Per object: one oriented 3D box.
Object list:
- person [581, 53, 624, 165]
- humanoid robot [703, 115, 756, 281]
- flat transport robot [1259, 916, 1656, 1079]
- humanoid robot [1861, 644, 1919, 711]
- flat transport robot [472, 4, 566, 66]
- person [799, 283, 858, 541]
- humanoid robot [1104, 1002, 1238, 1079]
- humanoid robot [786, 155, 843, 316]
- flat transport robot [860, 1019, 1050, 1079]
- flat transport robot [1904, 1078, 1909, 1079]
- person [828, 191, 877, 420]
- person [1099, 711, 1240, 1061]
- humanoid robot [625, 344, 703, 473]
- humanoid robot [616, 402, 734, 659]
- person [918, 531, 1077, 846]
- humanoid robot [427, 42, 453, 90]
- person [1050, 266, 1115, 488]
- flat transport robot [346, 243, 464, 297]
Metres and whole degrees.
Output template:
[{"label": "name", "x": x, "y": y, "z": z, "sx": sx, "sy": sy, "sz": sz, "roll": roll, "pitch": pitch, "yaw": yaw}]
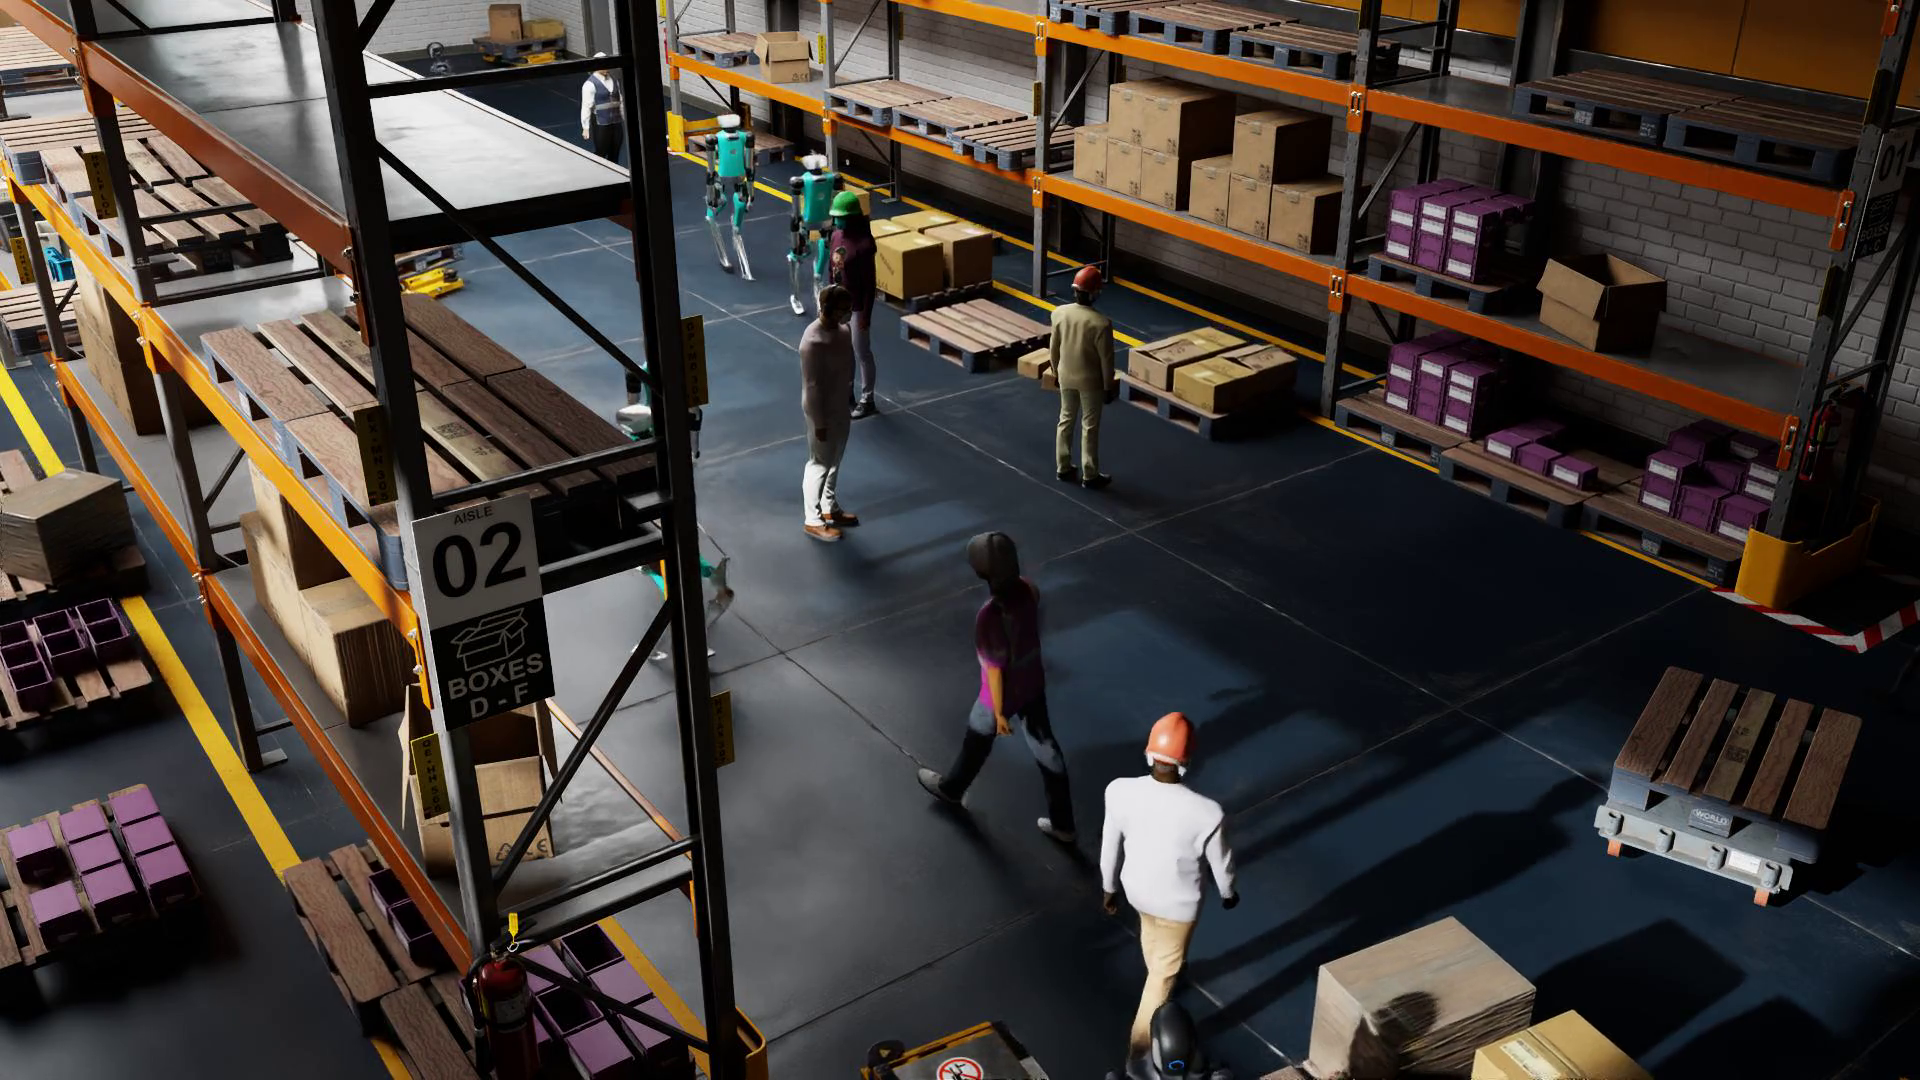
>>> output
[{"label": "person", "x": -4.354, "y": -5.108, "z": 20.487, "sx": 0.444, "sy": 1.756, "sz": 0.770, "roll": 18, "pitch": 32, "yaw": 32}, {"label": "humanoid robot", "x": -2.474, "y": -3.648, "z": 17.631, "sx": 0.541, "sy": 1.785, "sz": 0.873, "roll": -12, "pitch": 29, "yaw": -23}, {"label": "flat transport robot", "x": 1.882, "y": 2.659, "z": 6.698, "sx": 1.431, "sy": 0.231, "sz": 0.659, "roll": -13, "pitch": 29, "yaw": -24}, {"label": "humanoid robot", "x": 5.755, "y": 0.383, "z": 9.682, "sx": 0.694, "sy": 1.637, "sz": 0.602, "roll": 15, "pitch": 30, "yaw": 28}, {"label": "flat transport robot", "x": -7.454, "y": -8.251, "z": 28.399, "sx": 1.431, "sy": 0.231, "sz": 0.659, "roll": 20, "pitch": 33, "yaw": 34}, {"label": "person", "x": -0.938, "y": -0.930, "z": 12.004, "sx": 0.387, "sy": 1.925, "sz": 0.622, "roll": 10, "pitch": 28, "yaw": 18}, {"label": "humanoid robot", "x": 0.707, "y": 2.266, "z": 5.930, "sx": 0.598, "sy": 1.638, "sz": 0.562, "roll": -5, "pitch": 27, "yaw": -9}, {"label": "humanoid robot", "x": -1.505, "y": -2.961, "z": 16.293, "sx": 0.530, "sy": 1.778, "sz": 1.003, "roll": -12, "pitch": 29, "yaw": -23}, {"label": "flat transport robot", "x": 0.177, "y": 2.543, "z": 6.929, "sx": 0.659, "sy": 0.231, "sz": 1.431, "roll": -13, "pitch": 30, "yaw": -25}, {"label": "flat transport robot", "x": 4.533, "y": 2.664, "z": 6.689, "sx": 1.431, "sy": 0.231, "sz": 0.659, "roll": 18, "pitch": 32, "yaw": 32}, {"label": "person", "x": -0.914, "y": -2.002, "z": 14.099, "sx": 0.498, "sy": 1.950, "sz": 0.425, "roll": 23, "pitch": 35, "yaw": 38}, {"label": "person", "x": 0.941, "y": 1.507, "z": 7.378, "sx": 0.577, "sy": 1.714, "sz": 0.764, "roll": 17, "pitch": 31, "yaw": 30}, {"label": "humanoid robot", "x": -2.105, "y": -0.648, "z": 11.661, "sx": 0.553, "sy": 1.764, "sz": 0.896, "roll": -12, "pitch": 29, "yaw": -22}, {"label": "humanoid robot", "x": -1.734, "y": 0.053, "z": 10.270, "sx": 0.843, "sy": 1.788, "sz": 0.549, "roll": 18, "pitch": 32, "yaw": 31}, {"label": "person", "x": 0.244, "y": 0.751, "z": 8.800, "sx": 1.026, "sy": 1.786, "sz": 0.552, "roll": 20, "pitch": 33, "yaw": 34}, {"label": "humanoid robot", "x": -6.677, "y": -5.708, "z": 21.832, "sx": 0.768, "sy": 1.632, "sz": 0.609, "roll": -14, "pitch": 30, "yaw": -25}, {"label": "person", "x": 0.960, "y": -1.261, "z": 12.842, "sx": 0.574, "sy": 1.747, "sz": 0.336, "roll": 20, "pitch": 33, "yaw": 34}, {"label": "flat transport robot", "x": -5.993, "y": -2.782, "z": 17.520, "sx": 1.431, "sy": 0.231, "sz": 0.659, "roll": 15, "pitch": 31, "yaw": 28}]
